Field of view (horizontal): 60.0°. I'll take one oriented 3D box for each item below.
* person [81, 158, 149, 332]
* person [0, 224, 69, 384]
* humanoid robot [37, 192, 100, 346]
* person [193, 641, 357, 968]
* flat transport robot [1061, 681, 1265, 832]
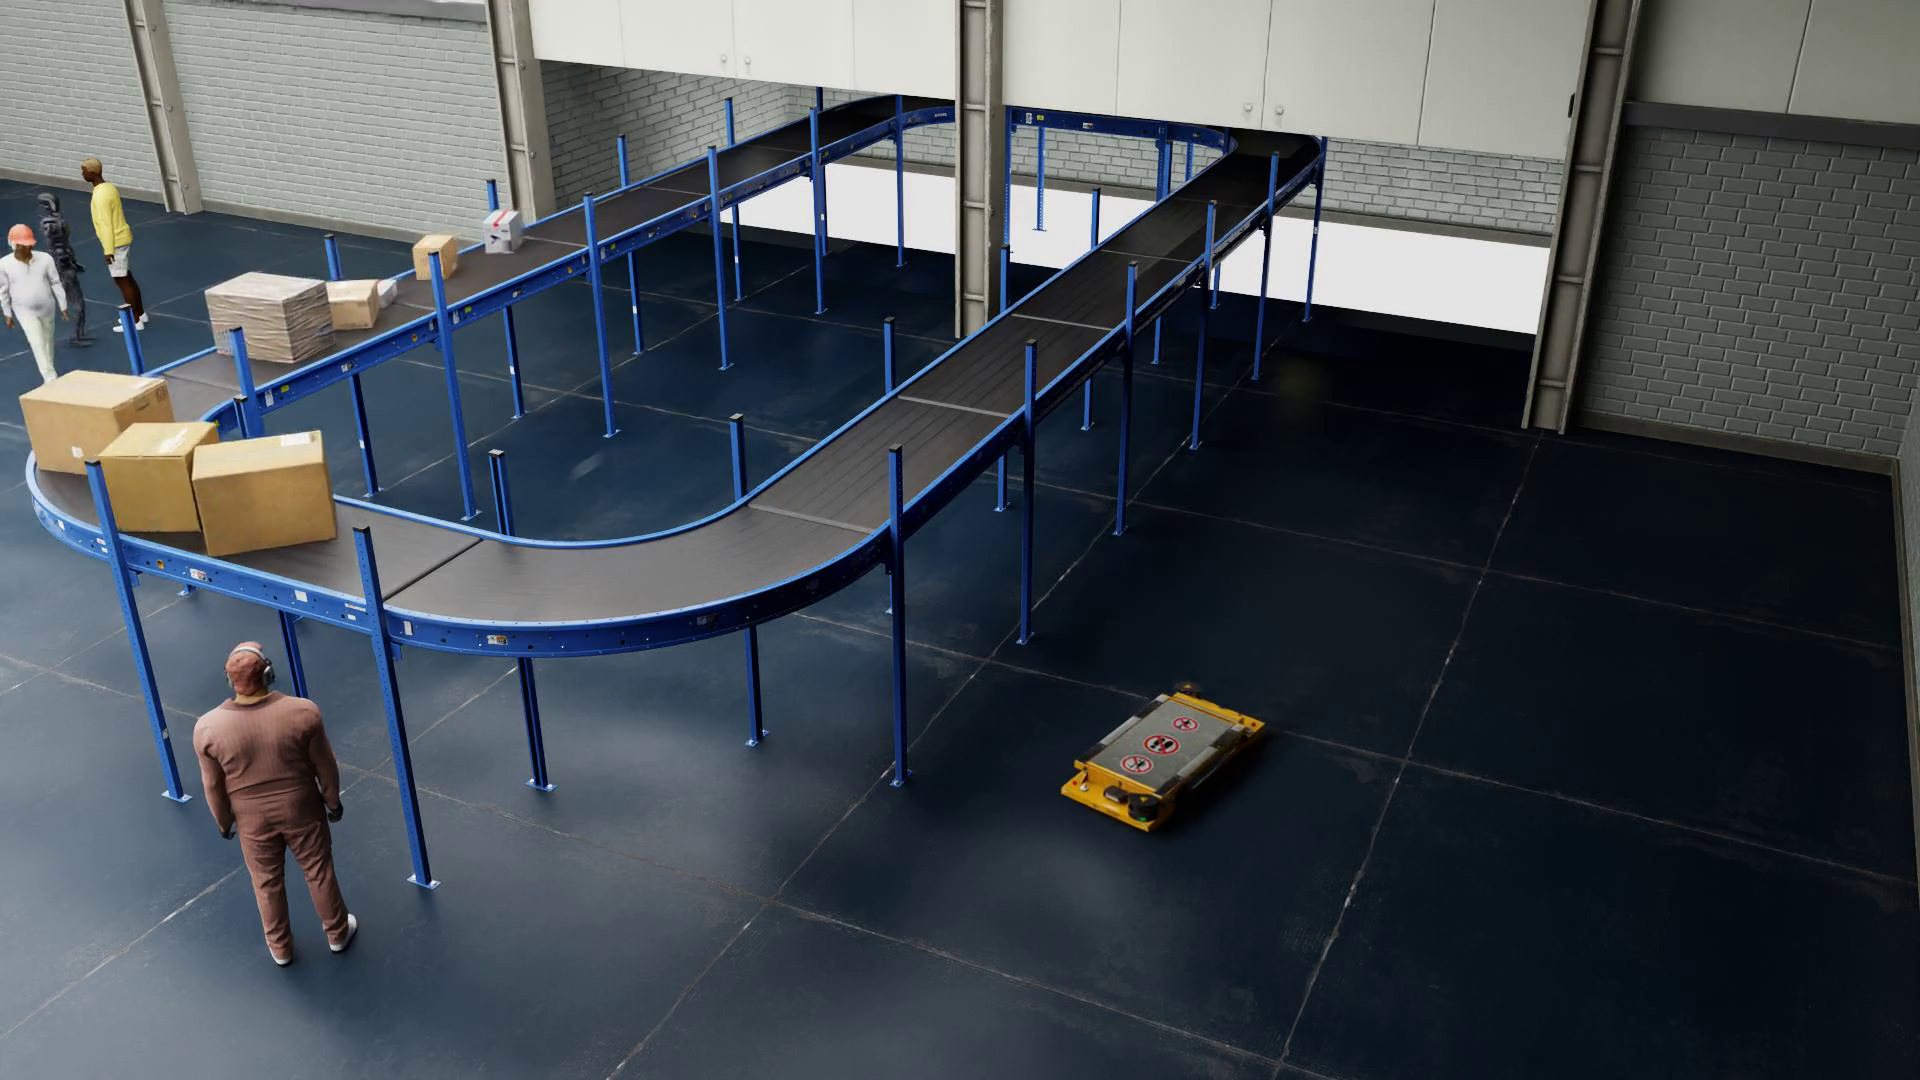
[{"bbox_3d":[-9.229,-3.223,18.153,0.376,1.893,0.538,-9,28,-17],"label":"person"},{"bbox_3d":[-9.154,-2.299,16.493,0.931,1.692,0.565,24,35,39],"label":"person"},{"bbox_3d":[-9.524,-2.900,17.732,0.341,1.655,0.612,-5,27,-10],"label":"humanoid robot"},{"bbox_3d":[-3.613,1.401,8.816,0.649,1.904,0.405,-9,28,-17],"label":"person"},{"bbox_3d":[1.329,1.372,10.711,0.659,0.231,1.431,19,32,34],"label":"flat transport robot"}]
